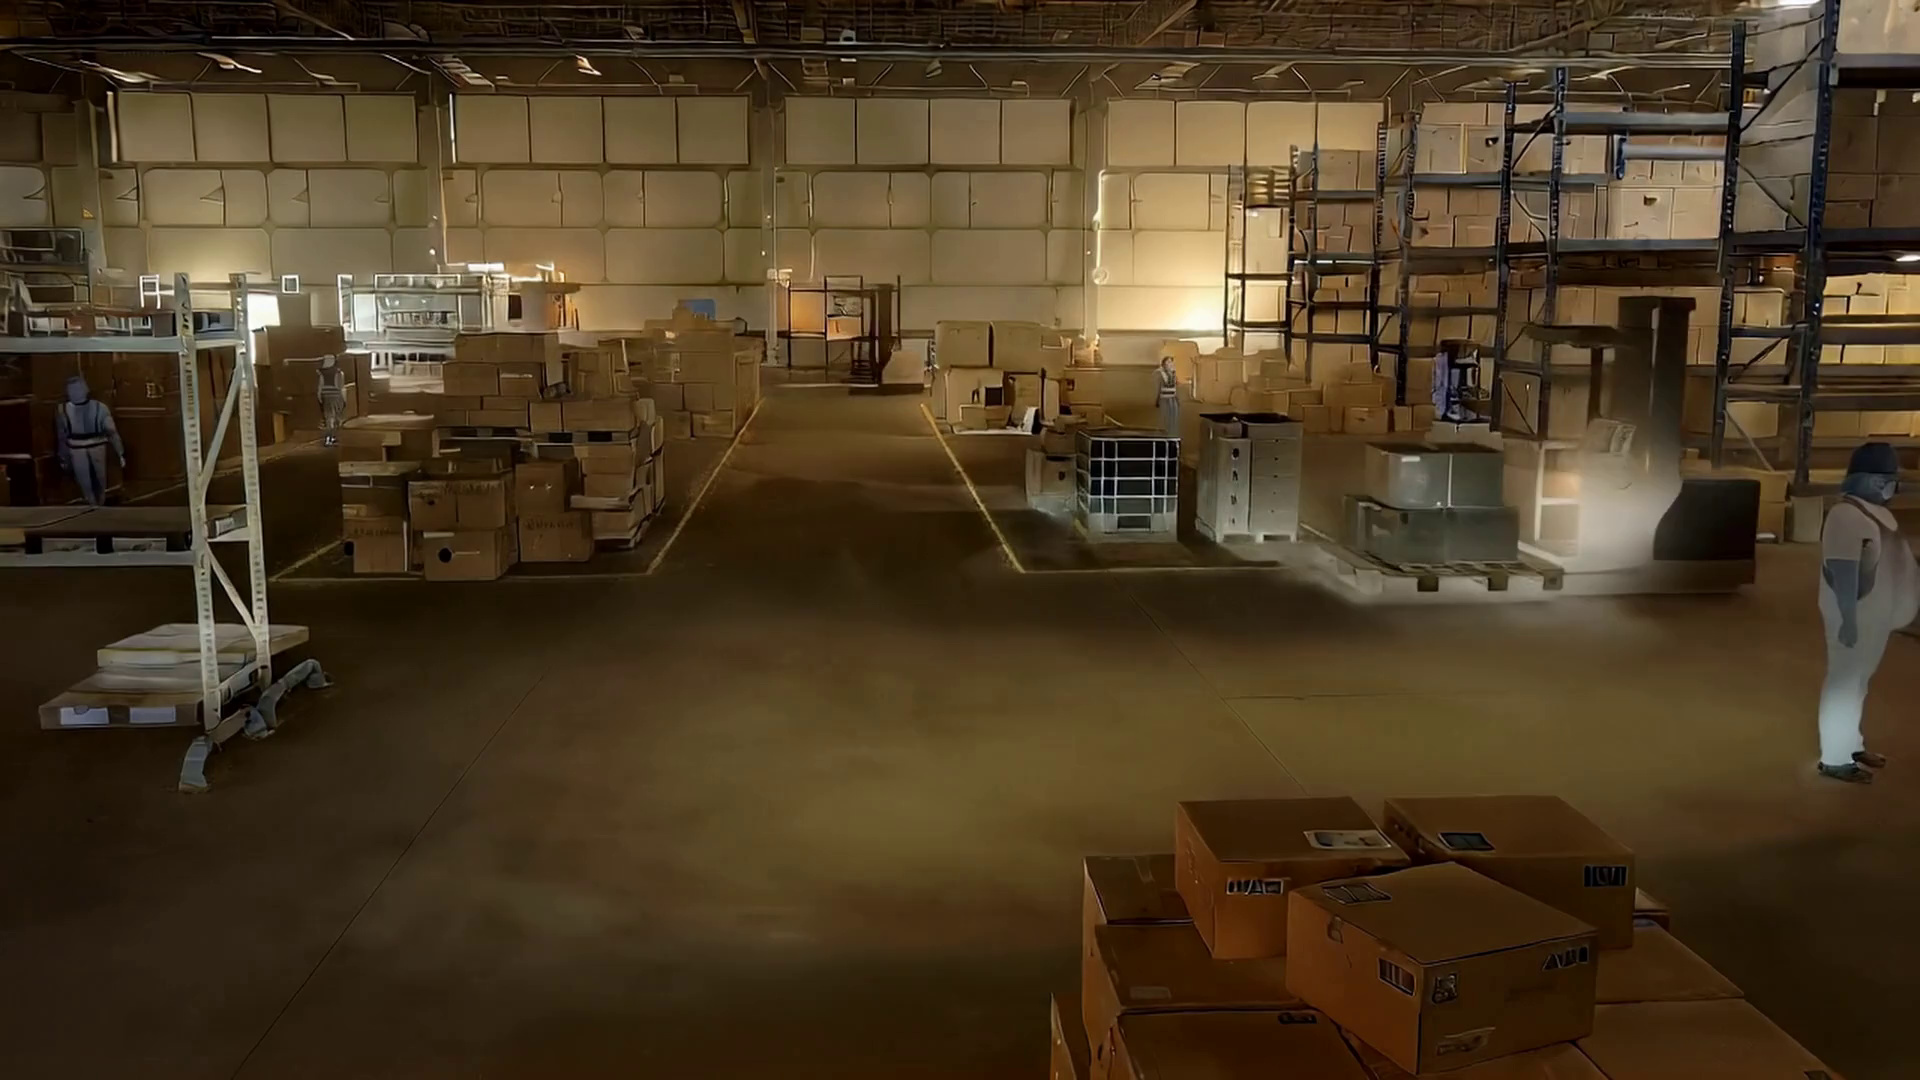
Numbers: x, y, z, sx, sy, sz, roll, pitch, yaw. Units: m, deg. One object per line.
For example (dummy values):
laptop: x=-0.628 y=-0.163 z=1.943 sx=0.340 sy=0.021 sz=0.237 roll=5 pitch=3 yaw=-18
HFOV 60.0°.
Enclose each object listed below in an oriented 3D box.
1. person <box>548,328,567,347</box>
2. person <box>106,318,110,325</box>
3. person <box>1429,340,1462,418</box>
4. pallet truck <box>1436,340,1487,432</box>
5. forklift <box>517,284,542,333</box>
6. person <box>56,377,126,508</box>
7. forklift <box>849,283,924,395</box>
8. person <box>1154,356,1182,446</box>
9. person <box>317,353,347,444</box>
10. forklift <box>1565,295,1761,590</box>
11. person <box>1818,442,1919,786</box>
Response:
person: x=-8.424 y=-3.440 z=34.580 sx=0.630 sy=1.940 sz=0.372 roll=1 pitch=9 yaw=6
person: x=-23.835 y=-5.341 z=46.711 sx=0.652 sy=1.869 sz=1.083 roll=3 pitch=10 yaw=20
person: x=8.924 y=-2.767 z=30.655 sx=0.624 sy=1.844 sz=0.430 roll=-3 pitch=9 yaw=-17
pallet truck: x=8.004 y=-2.170 z=26.422 sx=0.823 sy=1.965 sz=1.885 roll=2 pitch=9 yaw=14
forklift: x=-9.394 y=-4.225 z=36.556 sx=1.873 sy=2.768 sz=1.129 roll=-1 pitch=9 yaw=-4
person: x=-10.303 y=-1.019 z=19.740 sx=0.697 sy=1.826 sz=1.009 roll=-4 pitch=10 yaw=-26
forklift: x=-1.879 y=-5.092 z=42.005 sx=1.873 sy=2.768 sz=1.129 roll=-1 pitch=9 yaw=-4
person: x=3.678 y=-2.468 z=29.557 sx=0.515 sy=1.595 sz=0.855 roll=-2 pitch=9 yaw=-13
person: x=-11.227 y=-2.523 z=29.758 sx=0.523 sy=1.638 sz=0.310 roll=1 pitch=9 yaw=7
forklift: x=6.689 y=-0.979 z=16.175 sx=1.873 sy=2.768 sz=1.129 roll=-1 pitch=9 yaw=-4
person: x=5.455 y=0.427 z=9.980 sx=0.538 sy=2.000 sz=0.684 roll=8 pitch=12 yaw=40
